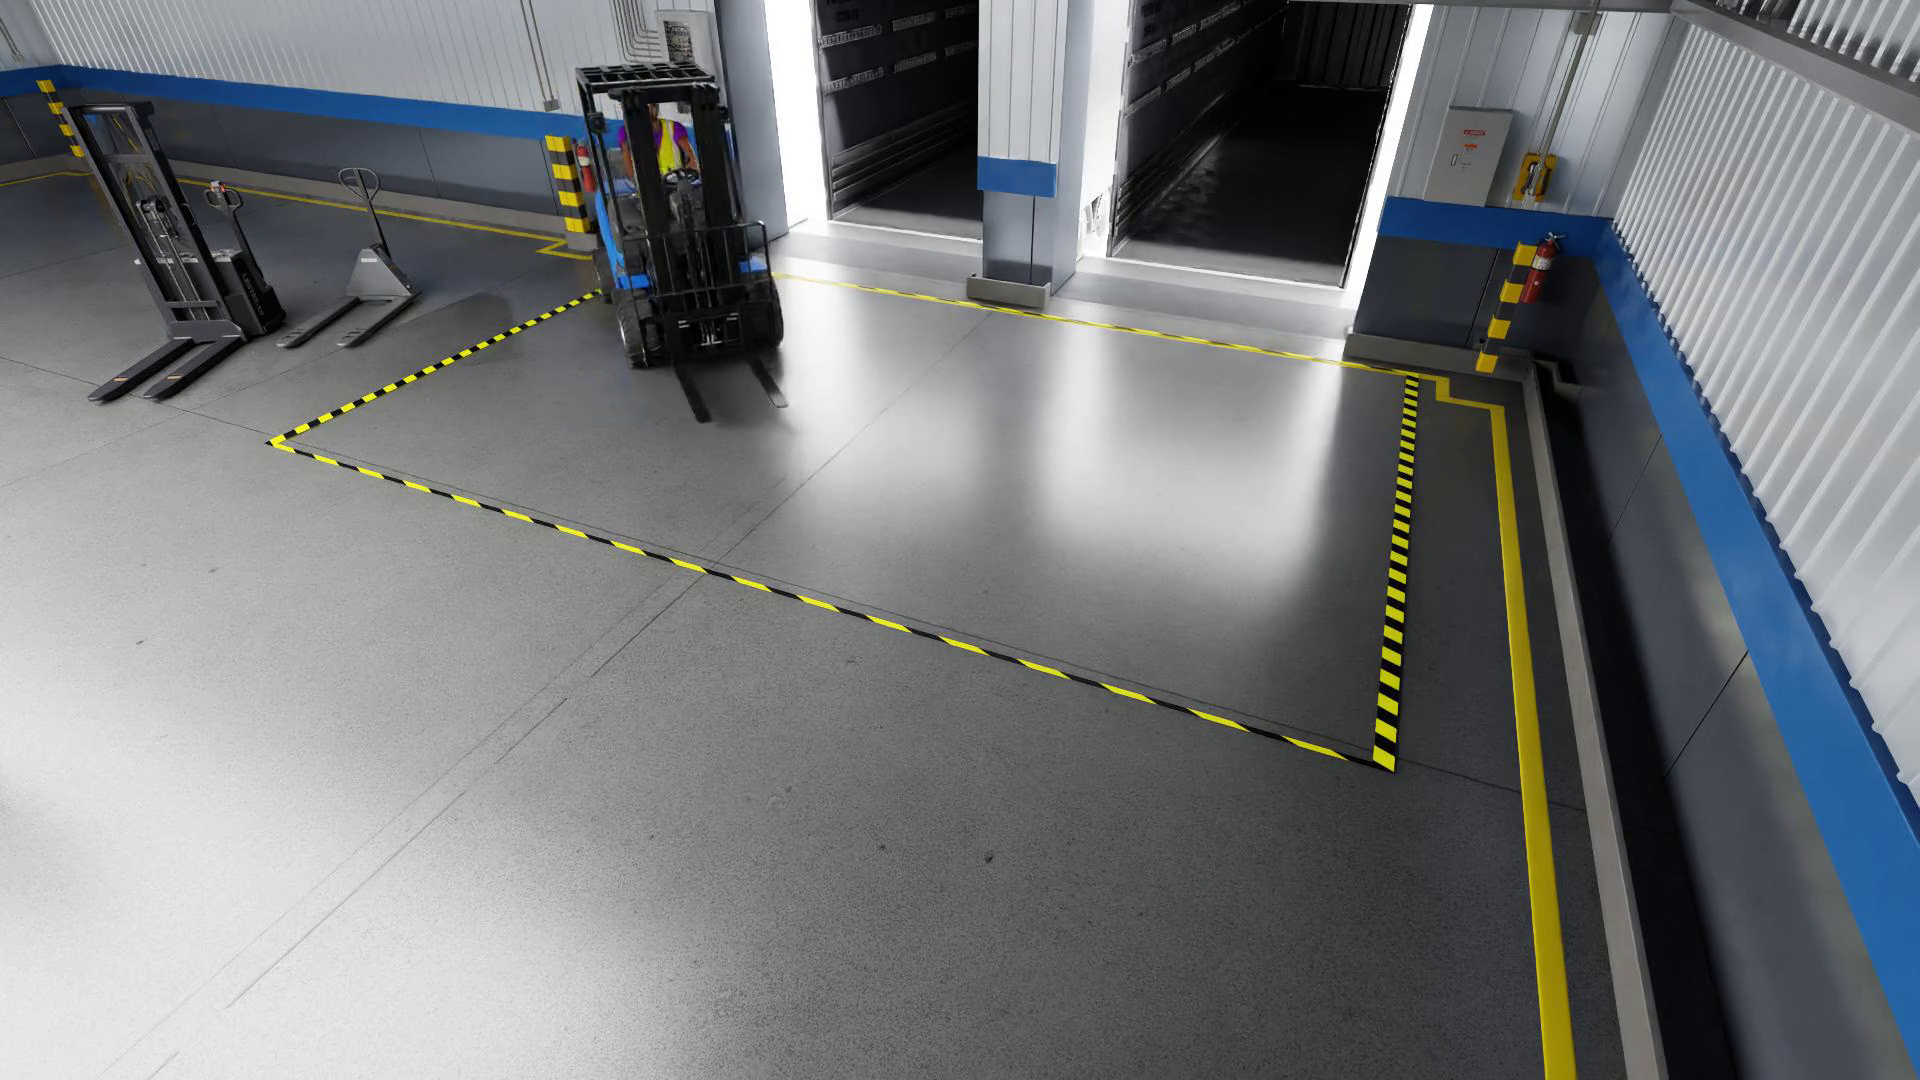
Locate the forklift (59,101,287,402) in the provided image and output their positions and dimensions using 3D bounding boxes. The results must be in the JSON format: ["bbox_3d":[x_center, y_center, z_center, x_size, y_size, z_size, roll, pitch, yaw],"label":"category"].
[{"bbox_3d":[-6.686,-2.387,7.434,0.823,1.965,1.885,-3,35,-5],"label":"forklift"}]

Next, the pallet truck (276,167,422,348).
[{"bbox_3d":[-5.732,-2.611,8.414,0.680,1.201,1.601,-1,35,-1],"label":"pallet truck"}]

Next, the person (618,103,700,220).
[{"bbox_3d":[-2.553,-3.139,7.873,0.635,1.293,1.004,-14,37,-19],"label":"person"}]

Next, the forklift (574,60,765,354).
[{"bbox_3d":[-2.570,-3.018,8.027,1.157,2.036,2.680,-14,37,-19],"label":"forklift"}]
